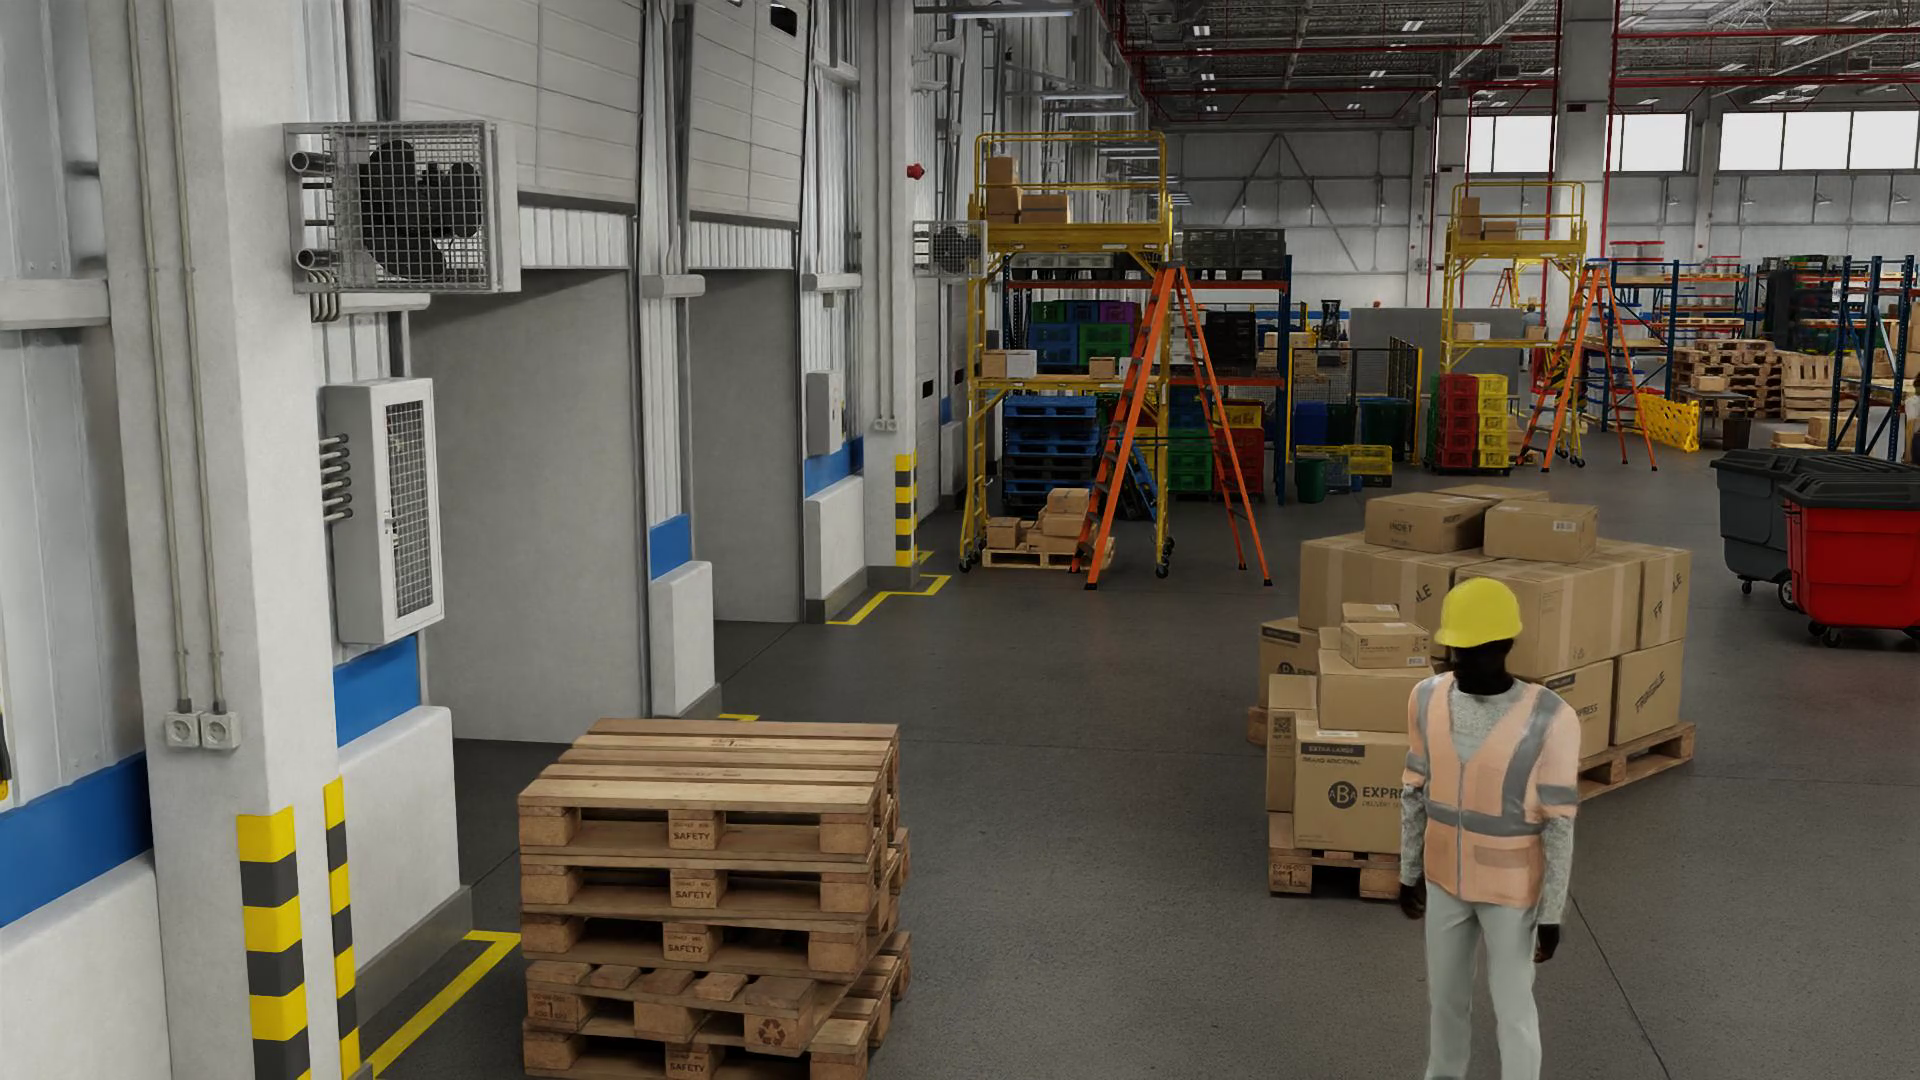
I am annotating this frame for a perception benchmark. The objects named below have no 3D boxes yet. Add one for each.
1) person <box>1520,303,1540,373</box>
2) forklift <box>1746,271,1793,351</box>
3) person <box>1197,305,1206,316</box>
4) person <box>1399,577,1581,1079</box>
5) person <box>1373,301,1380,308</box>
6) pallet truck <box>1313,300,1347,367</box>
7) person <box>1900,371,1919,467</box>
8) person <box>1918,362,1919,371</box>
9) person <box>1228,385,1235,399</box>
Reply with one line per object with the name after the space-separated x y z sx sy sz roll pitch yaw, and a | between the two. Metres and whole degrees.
15.890 -5.625 46.355 0.630 1.940 0.371 -1 9 -6 | person
18.867 -4.828 38.544 1.873 2.768 1.129 1 9 9 | forklift
6.420 -5.321 44.523 0.543 1.929 0.387 -9 13 -43 | person
1.616 1.058 5.207 0.399 1.918 0.588 -8 12 -41 | person
13.156 -6.608 52.595 0.576 1.882 0.355 -9 13 -43 | person
11.159 -6.200 49.718 0.823 1.965 1.885 4 10 26 | pallet truck
10.202 -0.902 17.663 0.556 1.798 0.518 -2 9 -11 | person
15.659 -2.362 26.854 0.485 1.736 0.320 -4 10 -25 | person
5.684 -3.605 34.851 0.313 1.633 0.522 -2 9 -14 | person
